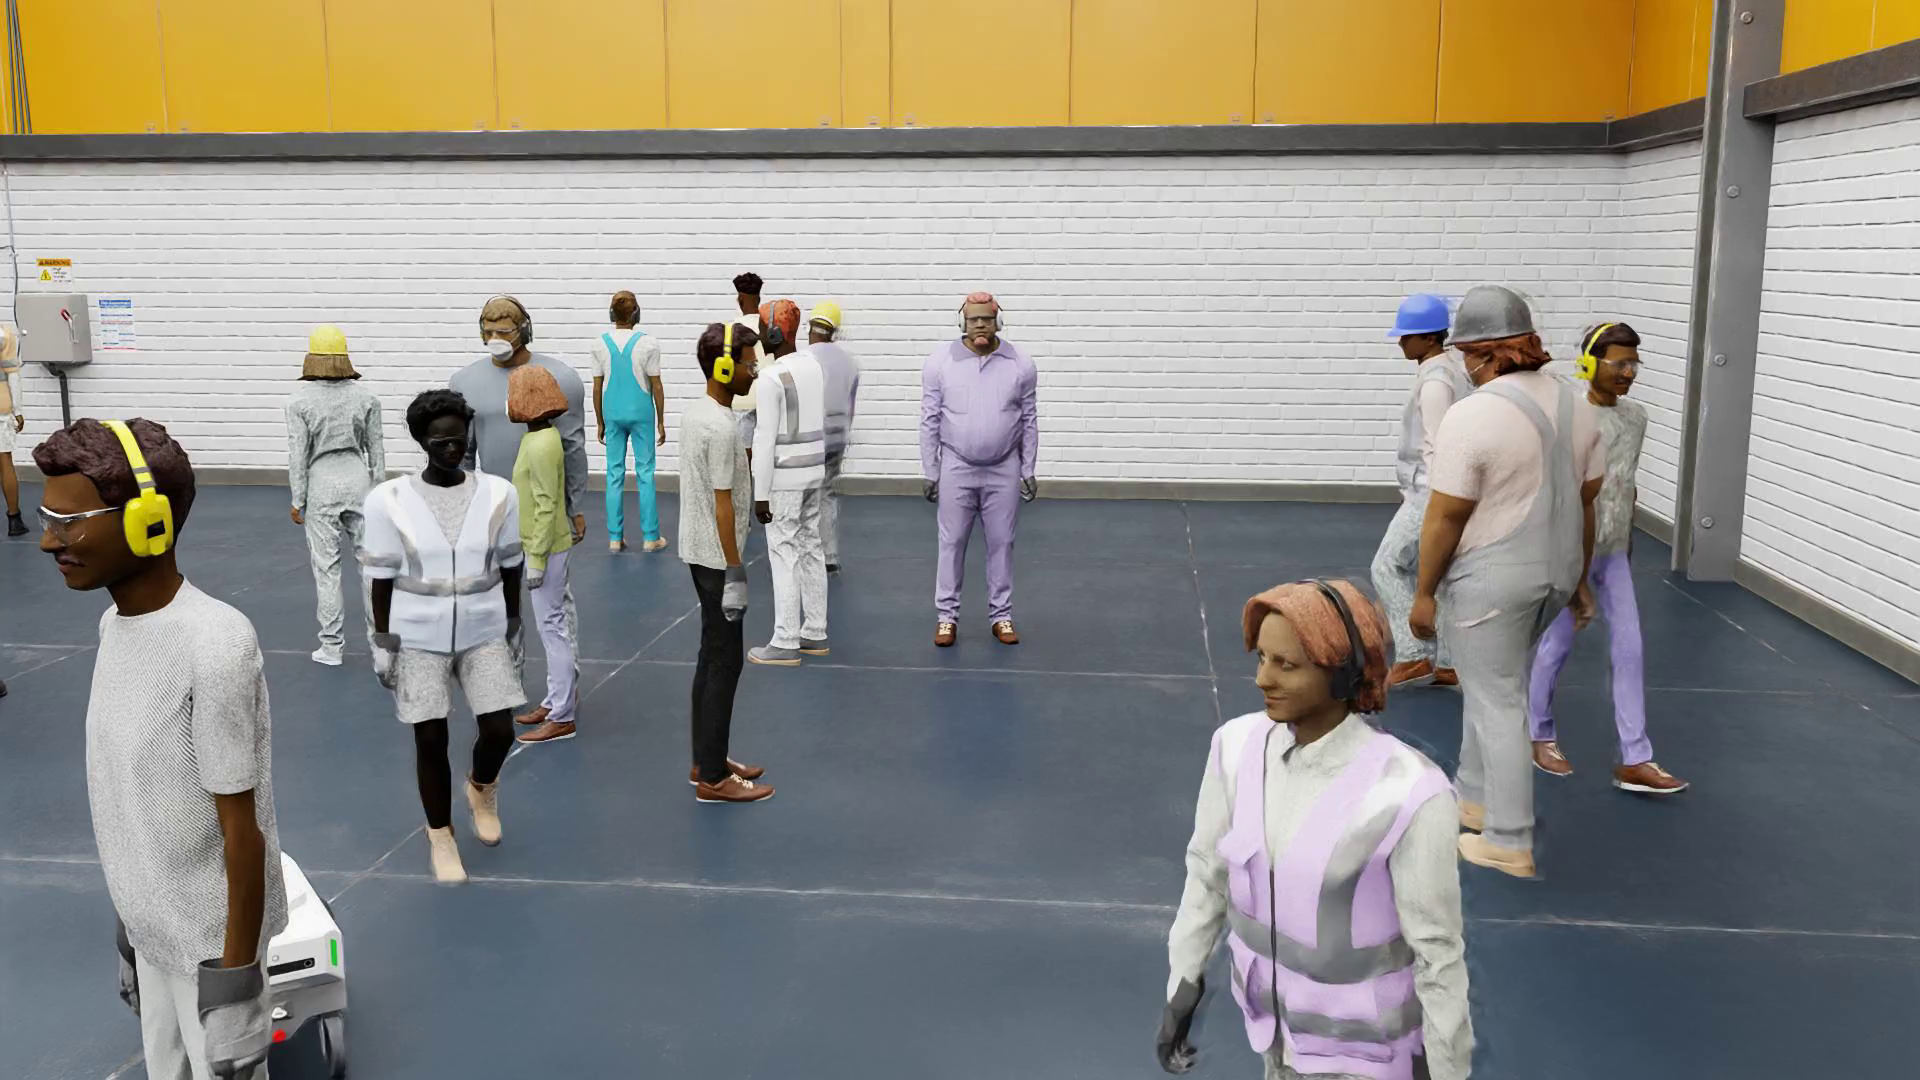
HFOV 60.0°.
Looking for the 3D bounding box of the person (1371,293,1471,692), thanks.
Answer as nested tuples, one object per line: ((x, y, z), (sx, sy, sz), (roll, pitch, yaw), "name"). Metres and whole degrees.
((2.206, -0.209, 7.941), (0.584, 1.918, 0.630), (5, 11, 27), "person")

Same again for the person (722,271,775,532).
((-1.560, -1.037, 12.571), (0.603, 1.963, 0.368), (-5, 11, -25), "person")

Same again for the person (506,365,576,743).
((-1.828, 0.058, 7.244), (0.286, 1.633, 0.500), (-3, 10, -15), "person")

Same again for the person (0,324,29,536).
((-7.216, -0.974, 12.269), (0.545, 1.943, 0.347), (-5, 11, -27), "person")

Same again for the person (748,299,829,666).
((-0.880, -0.292, 8.554), (0.358, 1.880, 0.576), (5, 11, 26), "person")

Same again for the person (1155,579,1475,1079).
((0.562, 0.852, 2.808), (0.859, 1.590, 0.537), (-6, 12, -32), "person")

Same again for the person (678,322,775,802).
((-0.912, 0.093, 6.419), (0.333, 1.857, 0.528), (-4, 11, -20), "person")

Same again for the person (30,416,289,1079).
((-1.329, 0.715, 2.849), (0.512, 1.861, 0.325), (9, 13, 41), "person")

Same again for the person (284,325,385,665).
((-3.213, -0.231, 8.586), (0.490, 1.743, 0.324), (-7, 12, -36), "person")

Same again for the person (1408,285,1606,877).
((1.796, 0.102, 5.829), (0.699, 2.000, 0.818), (-6, 12, -33), "person")

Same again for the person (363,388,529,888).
((-1.715, 0.328, 5.575), (0.535, 1.683, 0.395), (-5, 11, -27), "person")

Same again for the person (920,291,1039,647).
((0.110, -0.373, 8.933), (0.644, 1.907, 0.400), (-1, 10, -6), "person")

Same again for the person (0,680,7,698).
((-4.766, -0.167, 7.679), (0.543, 1.932, 0.370), (-4, 11, -22), "person")

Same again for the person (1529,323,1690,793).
((2.527, 0.084, 6.508), (0.530, 1.838, 0.829), (-3, 10, -16), "person")

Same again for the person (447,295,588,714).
((-2.009, -0.144, 7.577), (0.636, 1.927, 0.386), (0, 10, 0), "person")

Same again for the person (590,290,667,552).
((-2.323, -0.825, 11.695), (0.508, 1.846, 0.345), (0, 10, 3), "person")

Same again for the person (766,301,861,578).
((-0.970, -0.628, 10.702), (0.665, 1.797, 0.477), (-9, 14, -43), "person")
